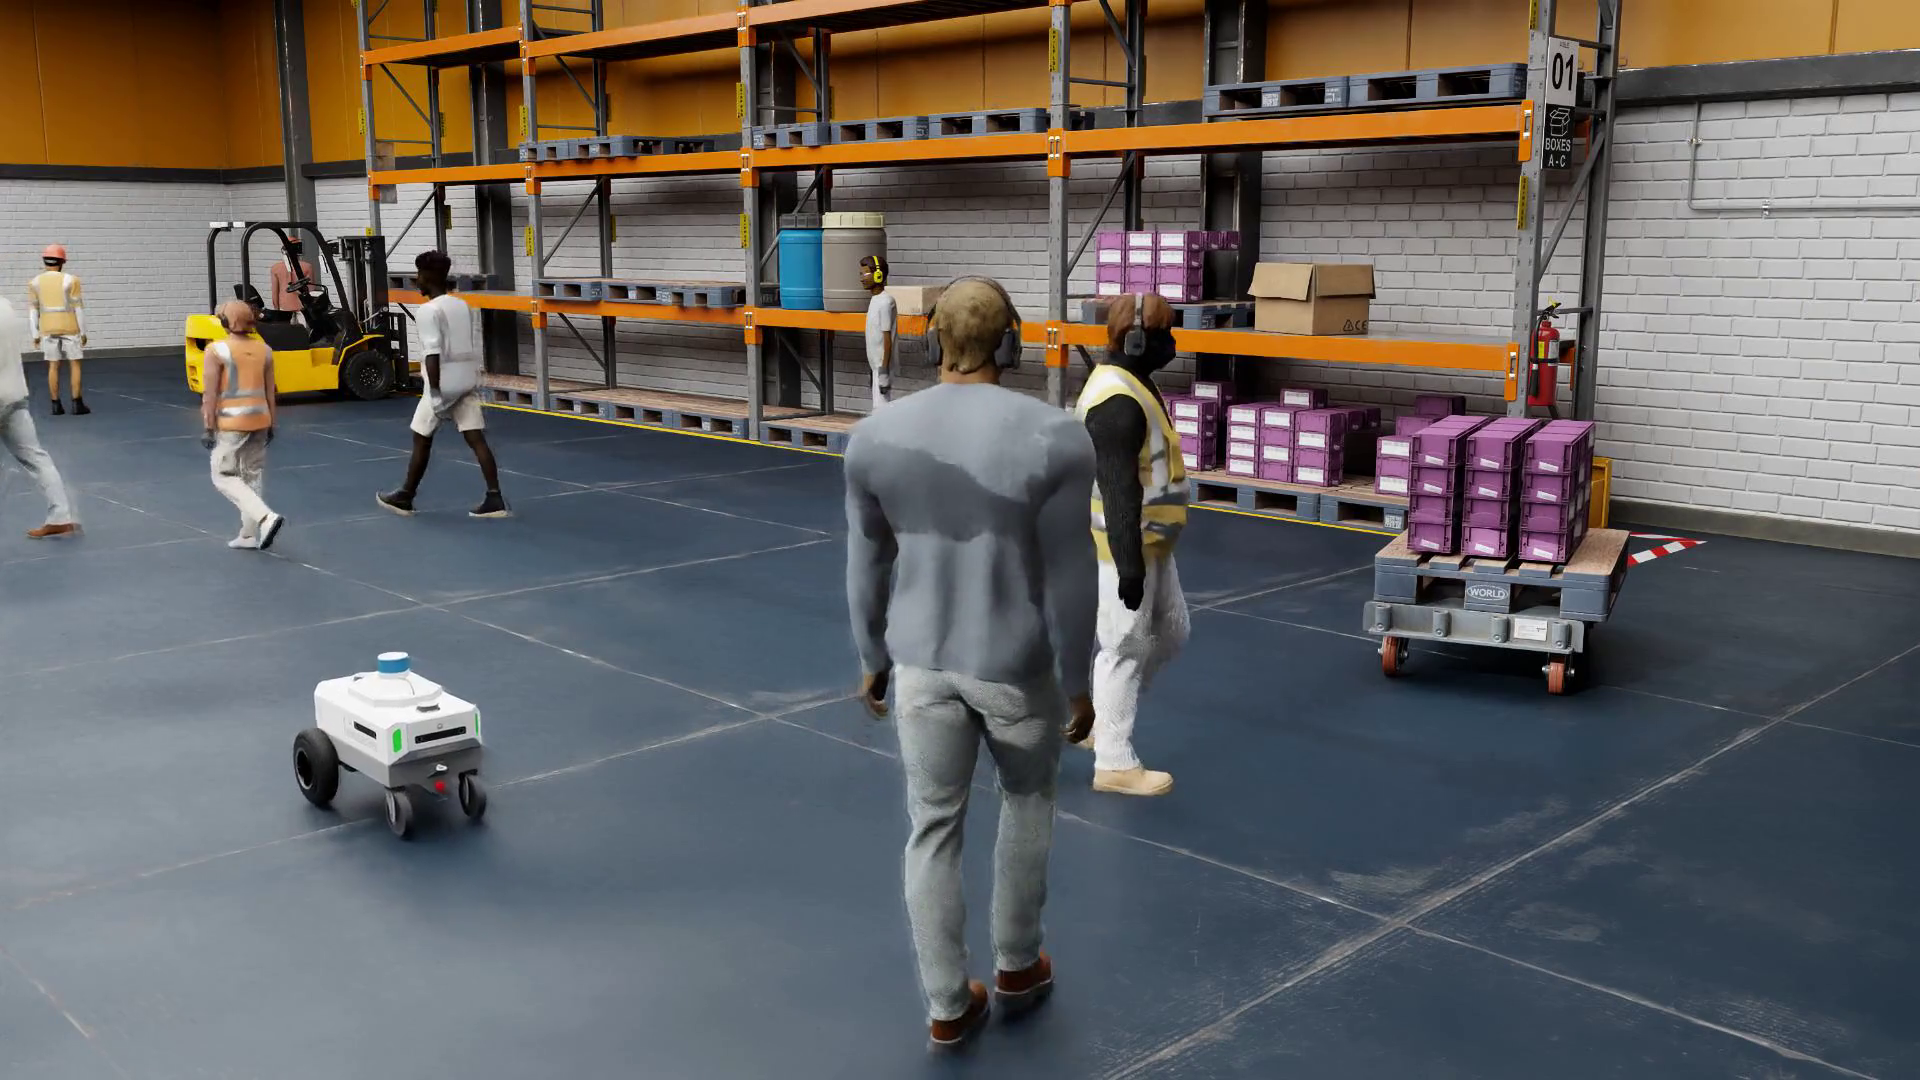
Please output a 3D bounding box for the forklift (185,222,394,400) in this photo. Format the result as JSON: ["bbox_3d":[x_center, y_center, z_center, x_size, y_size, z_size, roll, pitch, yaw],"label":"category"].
[{"bbox_3d":[-8.169,-2.758,20.163,2.313,2.155,1.214,-10,14,-44],"label":"forklift"}]

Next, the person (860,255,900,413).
[{"bbox_3d":[-0.660,-1.393,13.643,0.319,1.860,0.516,-2,11,-12],"label":"person"}]

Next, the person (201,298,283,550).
[{"bbox_3d":[-4.527,-0.714,10.549,0.549,1.623,0.530,5,11,25],"label":"person"}]

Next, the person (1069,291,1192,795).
[{"bbox_3d":[0.616,0.029,5.965,0.446,1.829,0.658,2,11,11],"label":"person"}]

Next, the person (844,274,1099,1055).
[{"bbox_3d":[0.048,0.298,4.233,0.655,1.921,0.668,2,11,13],"label":"person"}]

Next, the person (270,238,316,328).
[{"bbox_3d":[-9.538,-3.335,23.881,0.611,1.985,0.394,-2,11,-11],"label":"person"}]

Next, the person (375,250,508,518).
[{"bbox_3d":[-3.724,-1.104,11.917,1.011,1.912,0.610,4,11,21],"label":"person"}]

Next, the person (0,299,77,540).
[{"bbox_3d":[-6.397,-0.904,10.904,1.043,1.878,0.662,-1,10,-7],"label":"person"}]

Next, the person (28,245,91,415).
[{"bbox_3d":[-10.162,-2.357,18.742,0.574,1.910,0.490,-1,10,-8],"label":"person"}]

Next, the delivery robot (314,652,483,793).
[{"bbox_3d":[-1.983,0.639,5.857,0.477,0.478,0.707,-9,14,-42],"label":"delivery robot"}]
